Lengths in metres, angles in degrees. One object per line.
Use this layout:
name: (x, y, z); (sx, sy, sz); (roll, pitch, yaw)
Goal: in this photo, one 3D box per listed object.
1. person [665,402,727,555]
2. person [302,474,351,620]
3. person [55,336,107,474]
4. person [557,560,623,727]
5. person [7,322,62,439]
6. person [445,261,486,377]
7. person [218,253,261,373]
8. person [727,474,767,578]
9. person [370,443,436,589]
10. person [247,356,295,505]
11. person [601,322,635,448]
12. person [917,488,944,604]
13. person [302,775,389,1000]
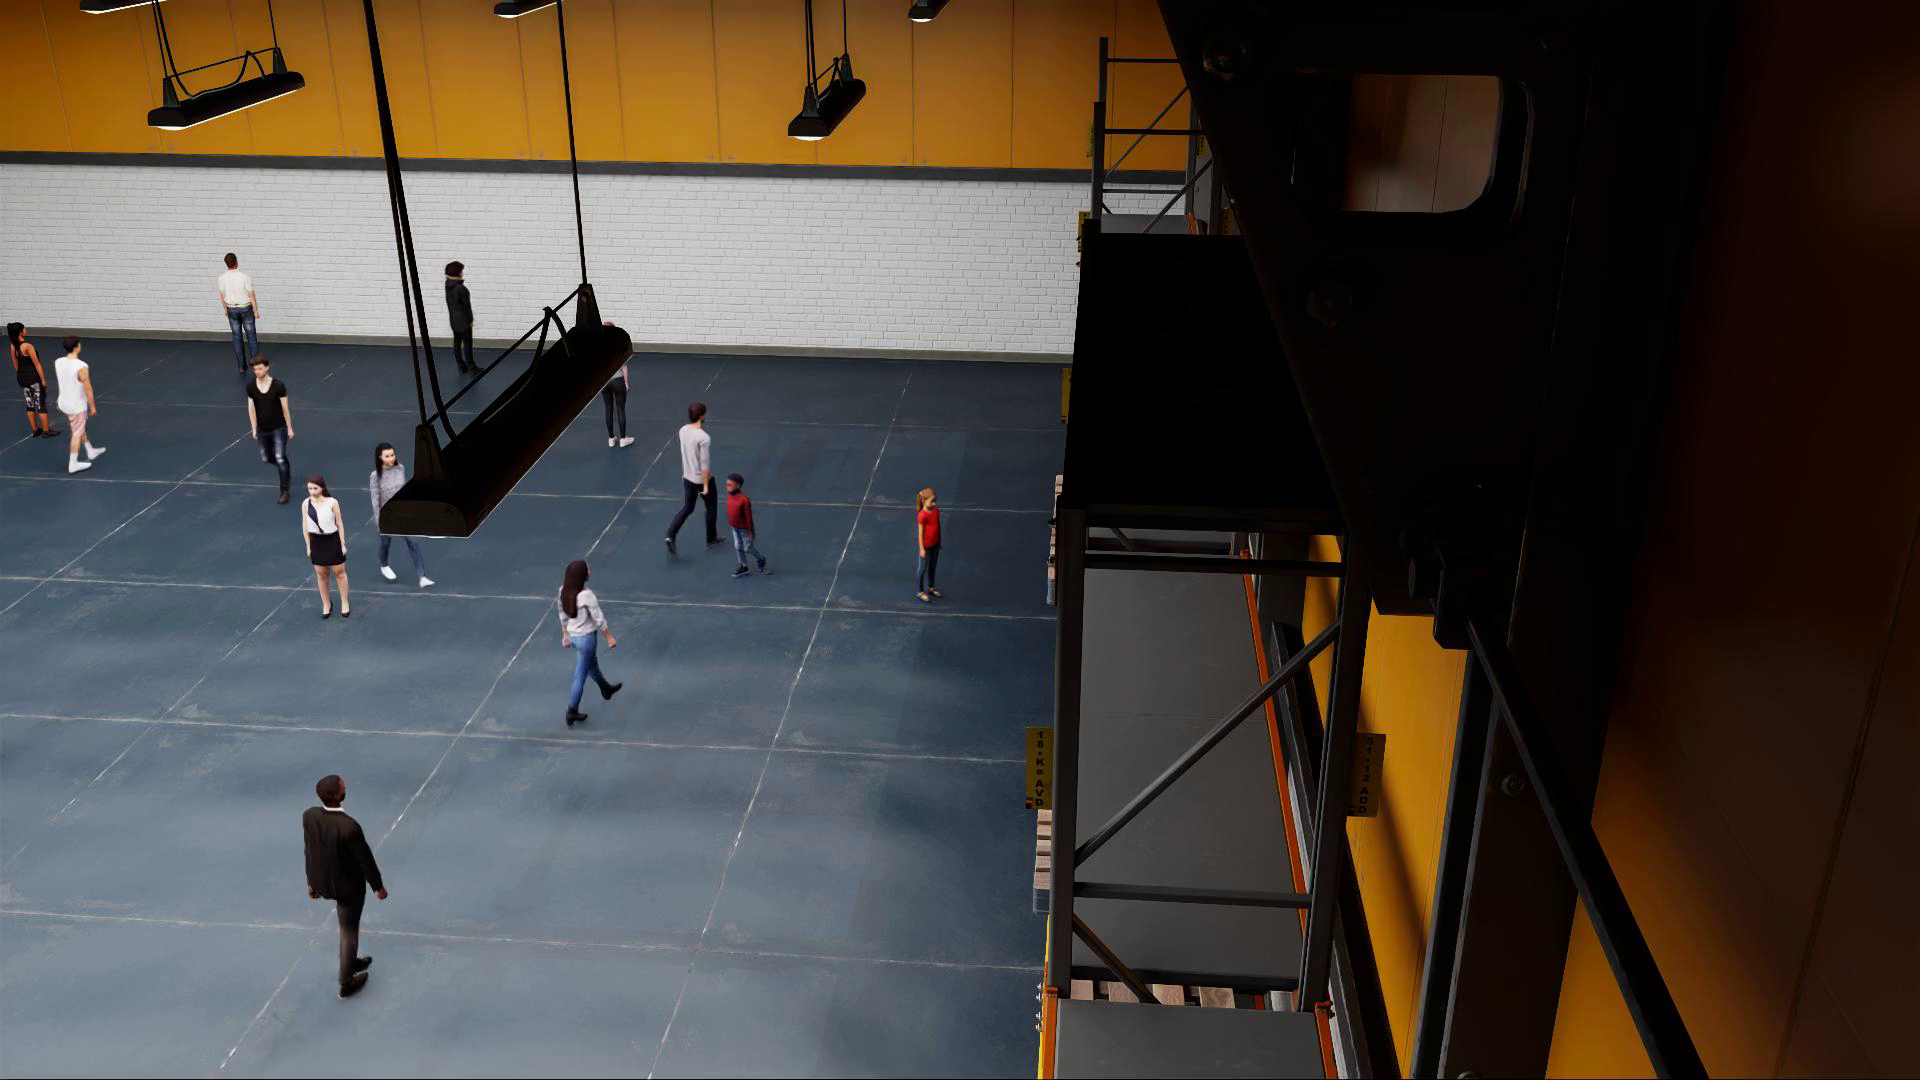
person: (-3.109, -0.680, 19.301); (1.075, 1.810, 1.217); (17, 29, 34)
person: (-6.773, 0.067, 17.796); (0.605, 1.647, 0.578); (-3, 24, -7)
person: (-11.701, -1.753, 21.846); (0.827, 1.737, 1.034); (10, 25, 21)
person: (-3.634, 1.003, 15.732); (0.957, 1.586, 1.098); (19, 30, 36)
person: (-12.883, -2.233, 23.039); (0.620, 1.661, 0.578); (7, 25, 17)
person: (-7.681, -3.411, 25.585); (0.718, 1.780, 0.739); (15, 28, 31)
person: (-11.157, -3.530, 25.765); (0.704, 1.856, 0.635); (-2, 24, -5)
person: (-2.433, -0.178, 18.865); (0.682, 1.240, 0.755); (17, 29, 34)
person: (-6.370, -0.284, 18.557); (1.184, 1.679, 1.187); (22, 32, 40)
person: (-8.622, -1.434, 20.941); (0.708, 1.878, 0.992); (0, 24, -1)
person: (-4.738, -2.130, 22.703); (0.608, 1.742, 0.565); (5, 24, 12)
person: (-0.349, 0.036, 18.290); (0.610, 1.307, 0.541); (20, 30, 38)
person: (-4.515, 2.538, 11.969); (0.797, 1.787, 0.795); (10, 26, 22)
